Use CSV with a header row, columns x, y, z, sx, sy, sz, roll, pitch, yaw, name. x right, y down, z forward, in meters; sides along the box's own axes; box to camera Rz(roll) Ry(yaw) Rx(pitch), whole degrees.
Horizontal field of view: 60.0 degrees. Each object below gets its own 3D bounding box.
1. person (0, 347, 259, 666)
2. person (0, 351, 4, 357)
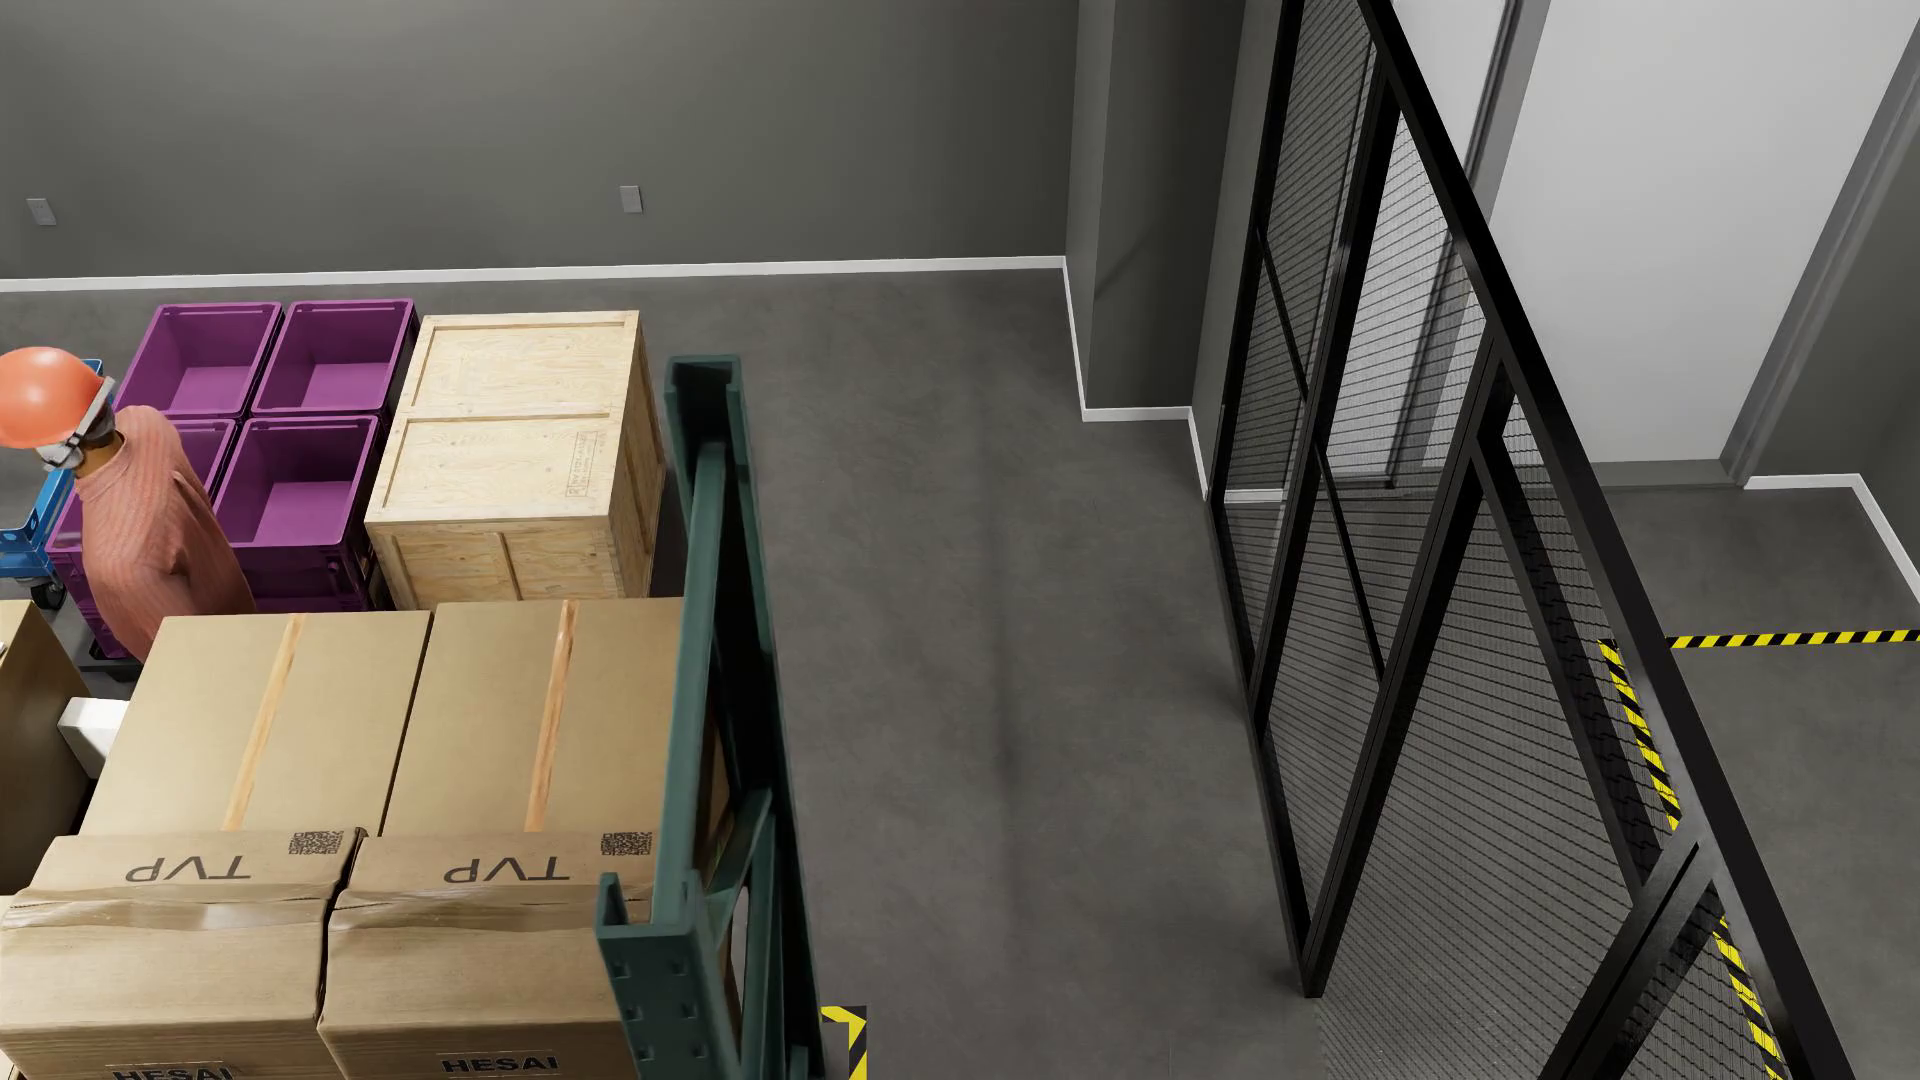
x,y,z,sx,sy,sz,roll,pitch,yaw,name
-2.070,0.268,4.469,0.402,1.982,0.623,-12,48,-11,person
-4.038,-1.269,5.968,0.372,1.940,0.631,-4,46,-3,person
